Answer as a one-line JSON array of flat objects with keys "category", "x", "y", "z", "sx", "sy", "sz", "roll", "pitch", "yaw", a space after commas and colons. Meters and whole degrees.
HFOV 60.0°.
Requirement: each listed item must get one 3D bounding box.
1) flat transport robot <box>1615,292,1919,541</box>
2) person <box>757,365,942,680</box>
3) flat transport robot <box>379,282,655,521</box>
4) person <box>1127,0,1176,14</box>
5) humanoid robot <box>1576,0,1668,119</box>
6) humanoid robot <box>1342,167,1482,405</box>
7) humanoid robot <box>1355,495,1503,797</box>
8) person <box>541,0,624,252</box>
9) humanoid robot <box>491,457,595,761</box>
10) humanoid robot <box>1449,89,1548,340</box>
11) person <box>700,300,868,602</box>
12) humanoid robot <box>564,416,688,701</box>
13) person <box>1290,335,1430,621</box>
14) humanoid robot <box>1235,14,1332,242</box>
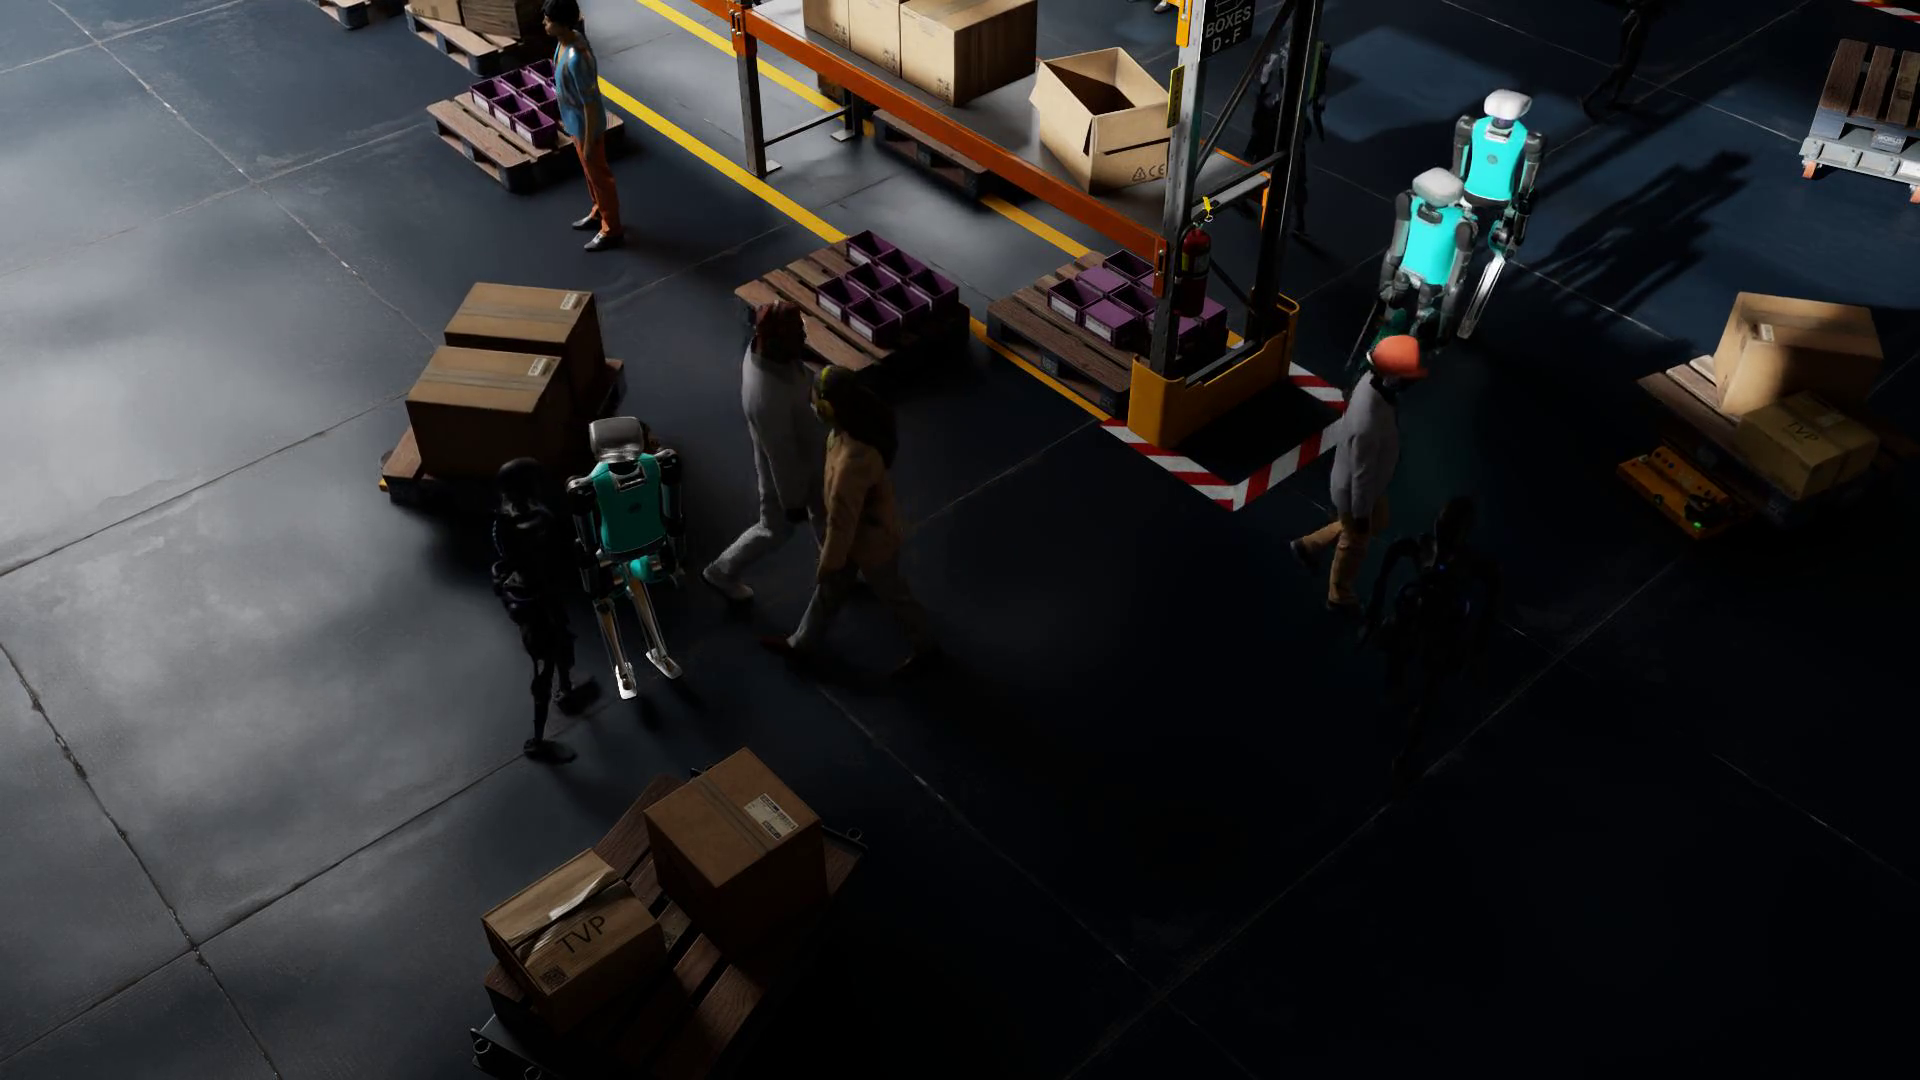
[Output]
[{"category": "flat transport robot", "x": 4.571, "y": -0.459, "z": 9.595, "sx": 1.431, "sy": 0.231, "sz": 0.659, "roll": -19, "pitch": 46, "yaw": -19}, {"category": "person", "x": -0.535, "y": -0.045, "z": 7.998, "sx": 0.954, "sy": 1.821, "sz": 0.522, "roll": -8, "pitch": 43, "yaw": -9}, {"category": "flat transport robot", "x": -2.556, "y": -0.473, "z": 9.609, "sx": 1.431, "sy": 0.231, "sz": 0.659, "roll": 6, "pitch": 43, "yaw": 6}, {"category": "person", "x": 1.691, "y": -5.296, "z": 13.698, "sx": 0.379, "sy": 1.836, "sz": 0.561, "roll": -34, "pitch": 52, "yaw": -31}, {"category": "humanoid robot", "x": 5.039, "y": -3.949, "z": 12.356, "sx": 0.471, "sy": 1.645, "sz": 0.609, "roll": 22, "pitch": 47, "yaw": 22}, {"category": "humanoid robot", "x": 2.352, "y": -1.148, "z": 9.258, "sx": 0.829, "sy": 1.771, "sz": 0.562, "roll": -28, "pitch": 49, "yaw": -27}, {"category": "humanoid robot", "x": 2.159, "y": 0.397, "z": 7.654, "sx": 0.613, "sy": 1.640, "sz": 0.740, "roll": 16, "pitch": 45, "yaw": 17}, {"category": "person", "x": -2.493, "y": -2.741, "z": 10.969, "sx": 0.330, "sy": 1.767, "sz": 0.495, "roll": -14, "pitch": 44, "yaw": -15}, {"category": "humanoid robot", "x": -1.981, "y": 0.288, "z": 7.745, "sx": 0.498, "sy": 1.644, "sz": 0.609, "roll": -25, "pitch": 48, "yaw": -24}, {"category": "humanoid robot", "x": 3.247, "y": -1.950, "z": 10.216, "sx": 0.545, "sy": 1.894, "sz": 0.711, "roll": 22, "pitch": 47, "yaw": 22}, {"category": "person", "x": -0.906, "y": -0.408, "z": 8.357, "sx": 0.920, "sy": 1.870, "sz": 0.652, "roll": -1, "pitch": 43, "yaw": -1}, {"category": "humanoid robot", "x": -1.611, "y": 0.014, "z": 7.899, "sx": 0.533, "sy": 1.673, "sz": 0.735, "roll": -21, "pitch": 47, "yaw": -22}, {"category": "person", "x": 2.003, "y": -0.310, "z": 8.350, "sx": 0.450, "sy": 1.735, "sz": 0.556, "roll": 15, "pitch": 45, "yaw": 16}, {"category": "humanoid robot", "x": 2.186, "y": -2.794, "z": 11.125, "sx": 0.610, "sy": 1.625, "sz": 0.765, "roll": -19, "pitch": 46, "yaw": -20}]
